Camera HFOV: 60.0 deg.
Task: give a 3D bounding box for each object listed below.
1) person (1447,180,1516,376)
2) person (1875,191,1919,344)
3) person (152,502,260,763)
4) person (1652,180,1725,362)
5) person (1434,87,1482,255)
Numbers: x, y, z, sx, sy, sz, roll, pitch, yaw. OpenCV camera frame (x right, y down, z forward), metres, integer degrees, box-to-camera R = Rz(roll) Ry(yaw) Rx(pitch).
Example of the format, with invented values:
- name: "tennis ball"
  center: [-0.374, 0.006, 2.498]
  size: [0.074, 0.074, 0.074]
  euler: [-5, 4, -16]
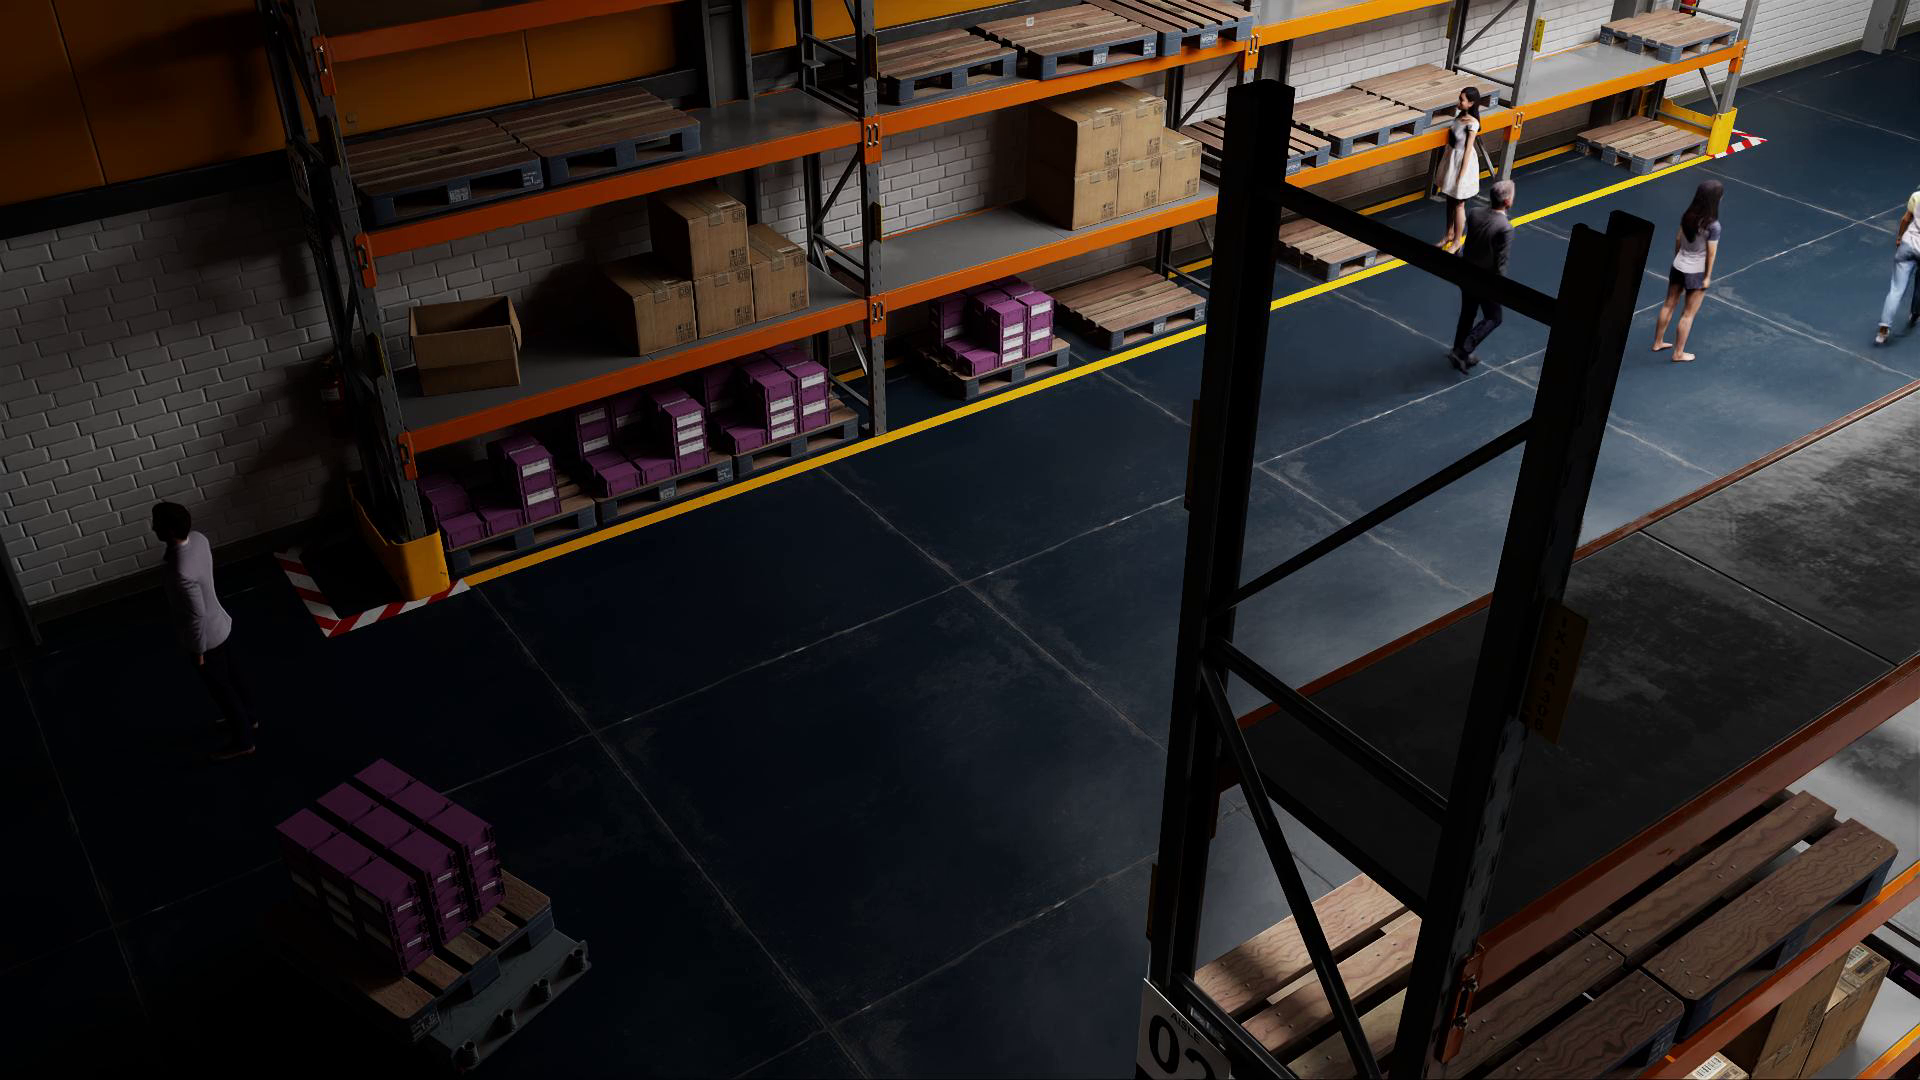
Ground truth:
- name: "person"
  center: [4.577, -2.307, 14.788]
  size: [0.800, 1.823, 0.767]
  euler: [-17, 37, -24]
- name: "person"
  center: [8.813, -2.606, 15.374]
  size: [0.790, 1.672, 1.164]
  euler: [27, 42, 35]
- name: "person"
  center: [-4.743, 0.553, 10.458]
  size: [0.720, 1.853, 0.755]
  euler: [-7, 34, -11]
- name: "person"
  center: [6.643, -2.466, 15.132]
  size: [0.600, 1.706, 0.640]
  euler: [-13, 36, -18]
- name: "person"
  center: [5.110, -3.779, 17.050]
  size: [0.802, 1.769, 0.777]
  euler: [-2, 34, -4]
